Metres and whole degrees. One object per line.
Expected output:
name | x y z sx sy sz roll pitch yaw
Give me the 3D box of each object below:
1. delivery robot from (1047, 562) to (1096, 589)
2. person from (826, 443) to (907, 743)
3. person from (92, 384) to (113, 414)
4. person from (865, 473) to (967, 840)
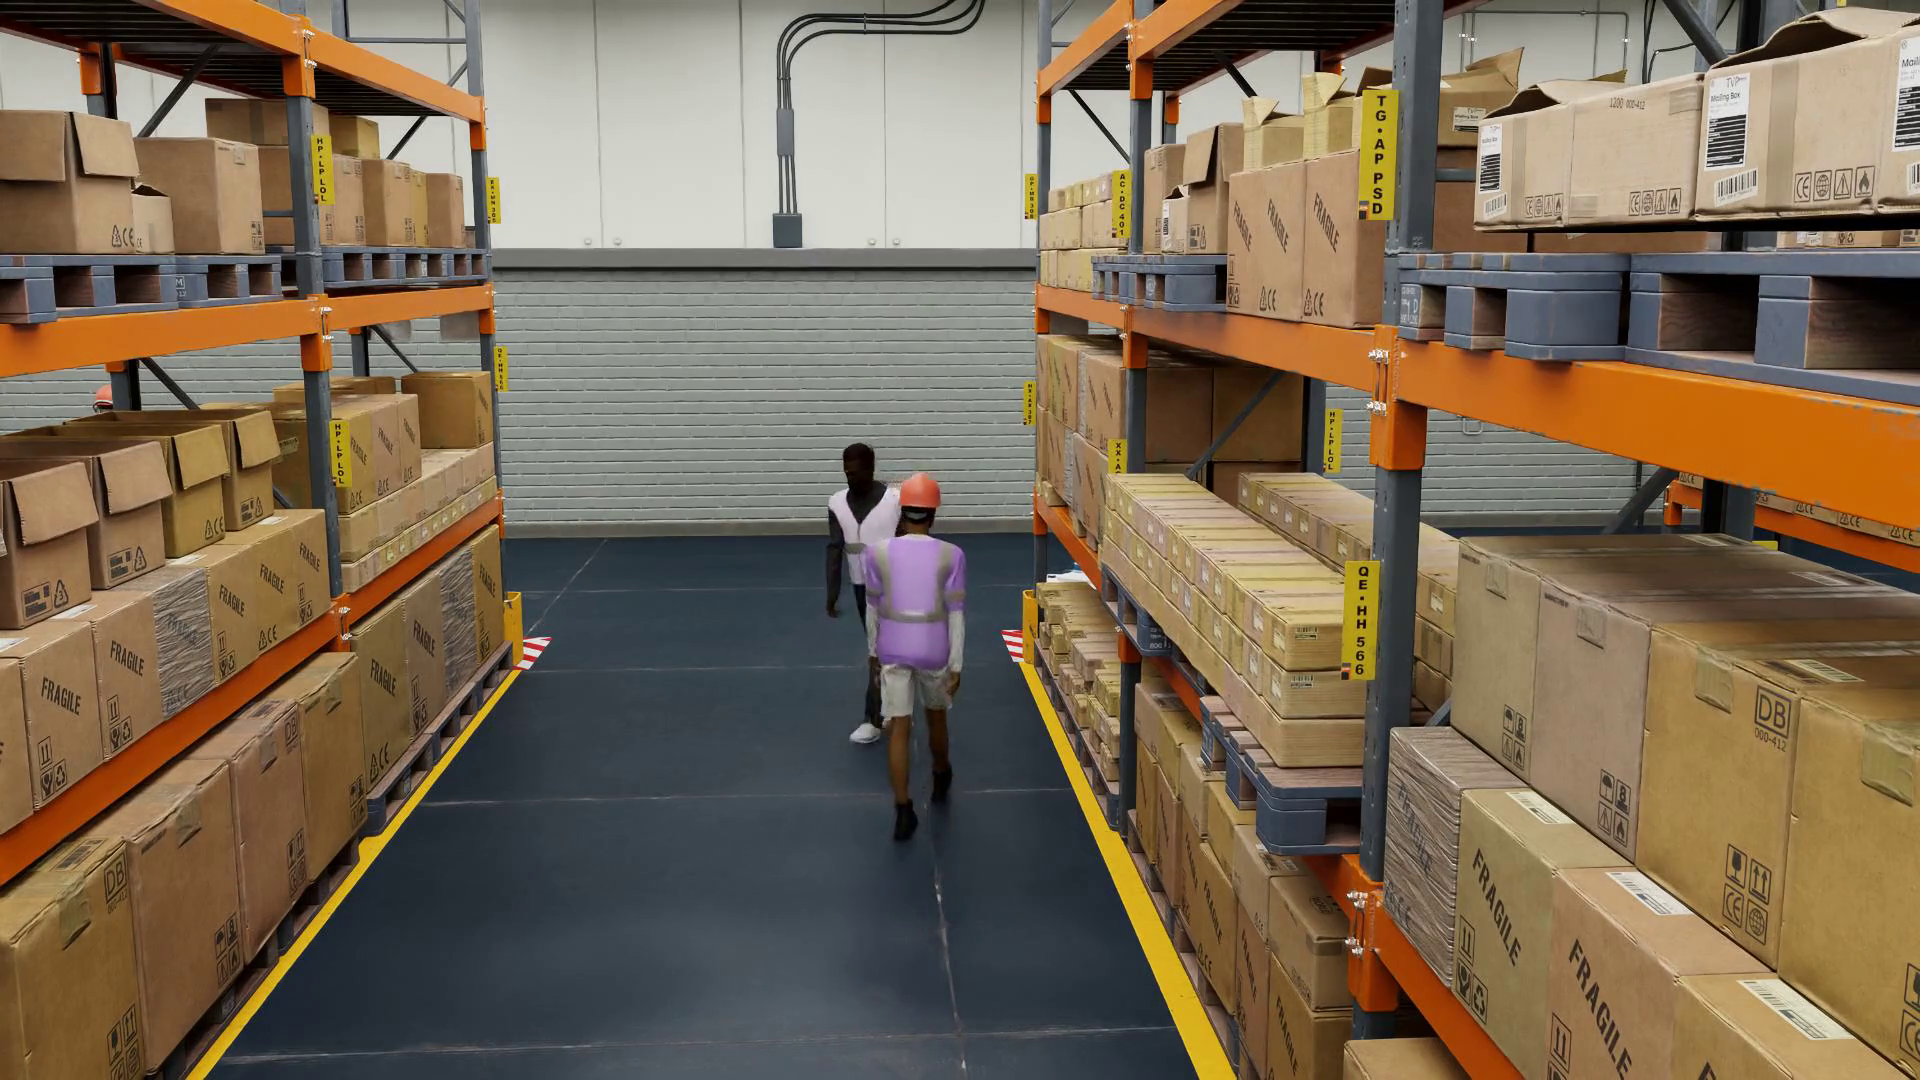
delivery robot | 0.971 0.424 13.541 0.707 0.478 0.477 5 11 29
person | -0.593 0.323 10.520 0.607 1.872 0.907 6 11 32
person | -7.019 -0.296 13.848 0.615 1.990 0.401 -1 10 -9
person | -0.232 0.581 8.972 0.549 1.892 0.963 0 10 2
